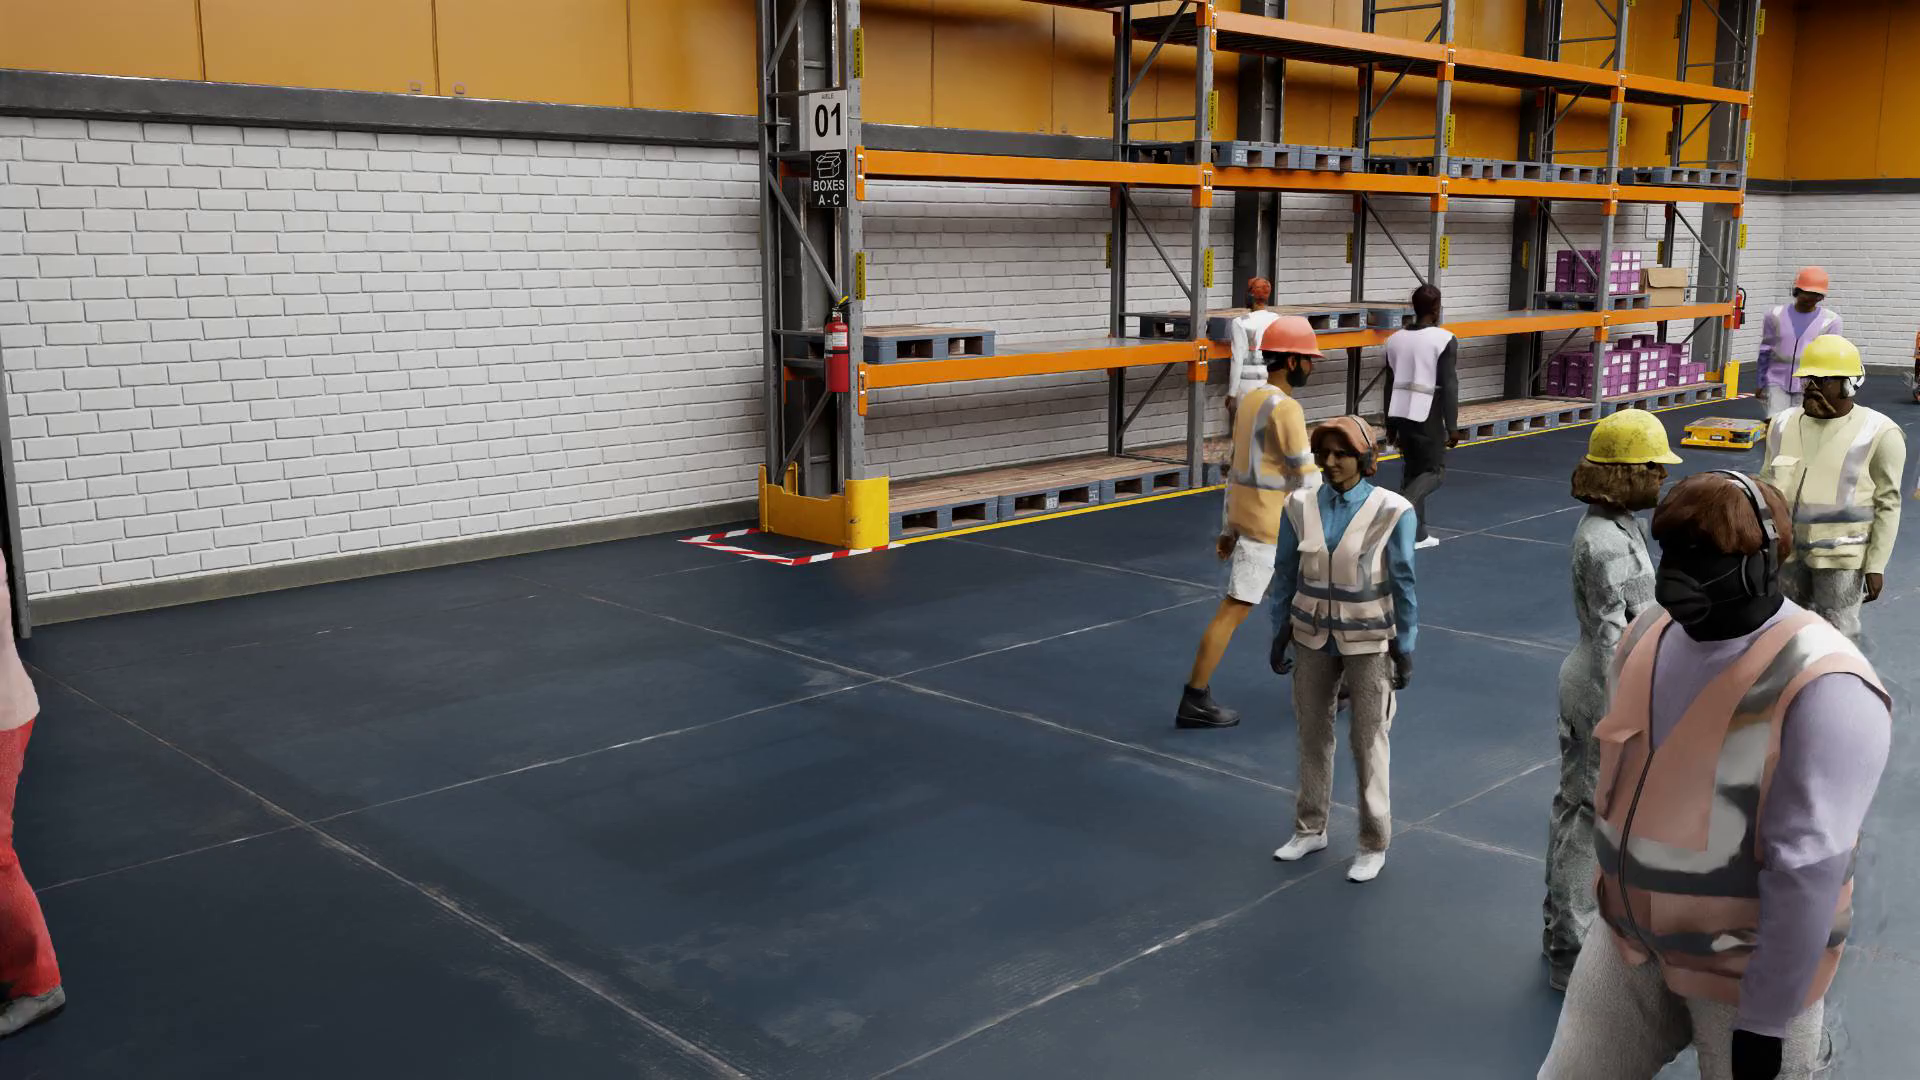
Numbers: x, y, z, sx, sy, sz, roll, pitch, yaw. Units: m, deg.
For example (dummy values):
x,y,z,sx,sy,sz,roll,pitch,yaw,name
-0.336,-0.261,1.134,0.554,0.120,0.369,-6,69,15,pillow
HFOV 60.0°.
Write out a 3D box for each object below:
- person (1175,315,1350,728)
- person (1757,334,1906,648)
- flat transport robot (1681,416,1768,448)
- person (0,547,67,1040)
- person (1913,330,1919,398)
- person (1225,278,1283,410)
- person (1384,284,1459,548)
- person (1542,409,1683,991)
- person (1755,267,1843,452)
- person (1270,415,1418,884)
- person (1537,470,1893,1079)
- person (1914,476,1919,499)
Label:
x,y,z,sx,sy,sz,roll,pitch,yaw,name
1.457,-0.071,7.565,1.035,1.871,0.544,-1,10,-4,person
3.626,0.048,7.052,0.404,1.830,0.599,-7,13,-34,person
8.262,-1.165,17.926,0.652,0.197,1.431,7,12,33,flat transport robot
-2.763,0.531,4.690,0.334,1.739,0.568,-6,12,-31,person
9.664,-1.579,16.368,0.534,1.667,0.779,4,11,23,person
2.517,-1.282,14.163,0.578,1.884,0.353,-6,12,-28,person
3.211,-0.849,11.748,0.669,1.902,0.610,-7,12,-33,person
1.927,0.481,4.936,0.295,1.744,0.485,3,11,17,person
6.980,-1.280,13.892,0.627,1.975,0.861,7,12,32,person
1.342,0.372,5.840,0.524,1.630,0.315,8,13,37,person
1.344,0.780,3.106,0.662,1.821,0.638,-4,11,-19,person
8.531,-1.180,13.847,0.935,1.798,0.641,4,11,19,person
